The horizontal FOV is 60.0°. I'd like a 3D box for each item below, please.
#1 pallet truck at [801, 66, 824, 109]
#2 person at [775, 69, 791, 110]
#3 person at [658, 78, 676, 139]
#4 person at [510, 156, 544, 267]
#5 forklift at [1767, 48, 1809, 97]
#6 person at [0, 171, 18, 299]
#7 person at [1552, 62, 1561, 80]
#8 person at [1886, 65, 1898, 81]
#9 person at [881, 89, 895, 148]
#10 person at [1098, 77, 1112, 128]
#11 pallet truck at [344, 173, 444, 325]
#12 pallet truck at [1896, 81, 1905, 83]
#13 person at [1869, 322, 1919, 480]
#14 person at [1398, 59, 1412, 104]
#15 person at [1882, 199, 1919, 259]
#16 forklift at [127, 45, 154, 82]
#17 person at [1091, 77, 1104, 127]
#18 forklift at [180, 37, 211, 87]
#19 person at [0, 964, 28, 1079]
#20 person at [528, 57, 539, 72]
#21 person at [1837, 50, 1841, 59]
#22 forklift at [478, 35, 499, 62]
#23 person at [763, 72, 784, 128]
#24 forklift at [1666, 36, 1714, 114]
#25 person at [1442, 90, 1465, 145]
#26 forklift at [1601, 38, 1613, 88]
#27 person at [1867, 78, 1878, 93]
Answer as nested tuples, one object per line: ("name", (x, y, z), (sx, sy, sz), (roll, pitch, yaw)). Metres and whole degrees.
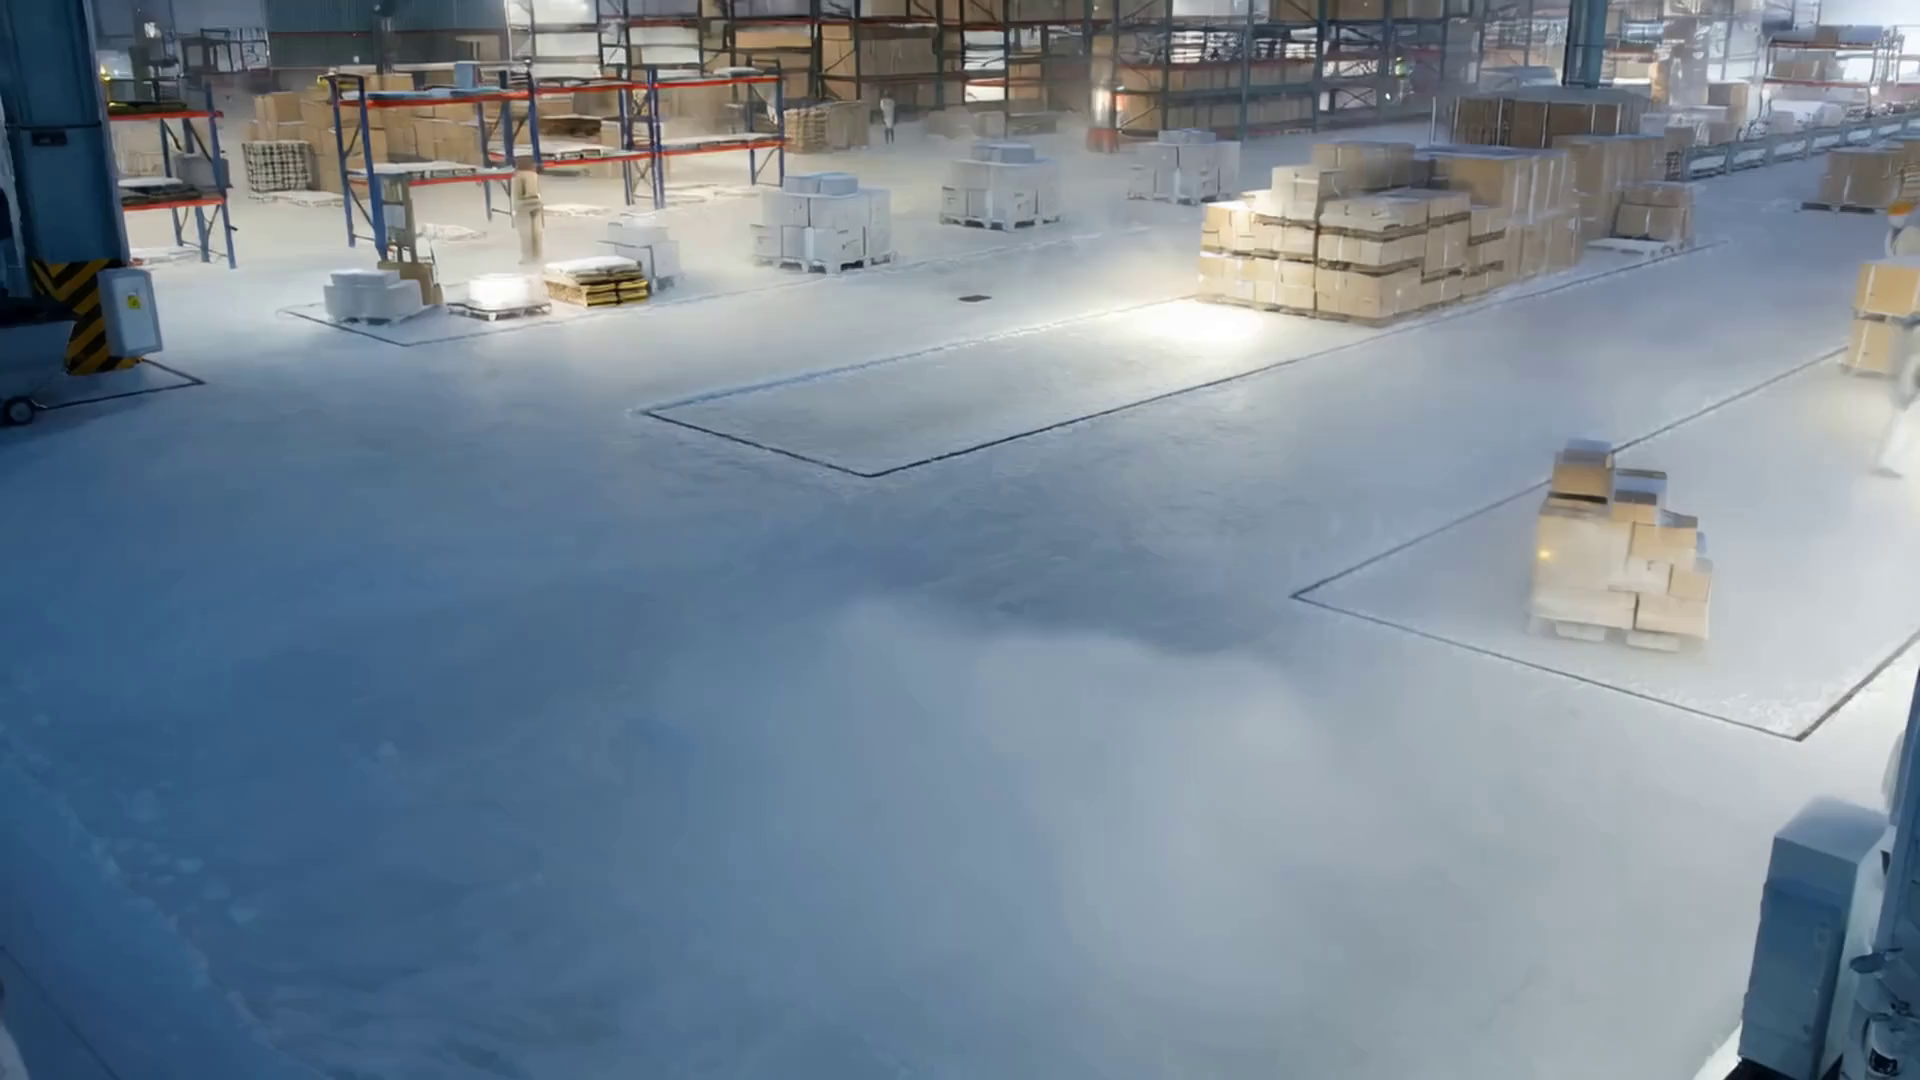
("pallet truck", (-4.812, -15.182, 56.903), (0.823, 1.965, 1.885), (-9, 21, -26))
("person", (-6.129, -15.209, 57.074), (0.640, 1.938, 0.462), (7, 20, 20))
("person", (-9.112, -13.292, 51.374), (0.623, 1.894, 0.707), (-6, 19, -17))
("person", (-7.344, -5.563, 28.187), (0.431, 1.834, 0.633), (12, 22, 31))
("forklift", (35.652, -20.212, 70.679), (1.873, 2.768, 1.129), (17, 25, 41))
("person", (-14.320, -4.552, 24.879), (0.623, 1.992, 0.397), (5, 19, 14))
("person", (22.899, -17.272, 63.454), (0.712, 1.834, 0.996), (0, 18, -1))
("person", (33.208, -16.014, 59.518), (0.599, 1.930, 0.448), (-7, 20, -21))
("person", (-2.132, -12.434, 49.093), (0.319, 1.697, 0.532), (16, 24, 40))
("person", (4.540, -13.269, 51.259), (0.551, 1.920, 0.571), (12, 22, 32))
("pallet truck", (-8.209, -4.181, 23.757), (0.823, 1.965, 1.885), (3, 19, 9))
("pallet truck", (34.802, -16.331, 61.455), (0.653, 1.274, 1.630), (17, 25, 41))
("person", (9.165, -1.421, 15.683), (0.859, 1.838, 0.554), (10, 21, 28))
("person", (18.082, -18.597, 67.525), (0.573, 1.781, 1.001), (13, 22, 34))
("person", (12.230, -3.397, 21.445), (1.012, 1.985, 0.645), (-1, 18, -2))
("forklift", (-25.544, -14.056, 52.129), (1.873, 2.768, 1.129), (-2, 18, -5))
("person", (4.425, -13.712, 52.685), (0.940, 1.873, 0.651), (-16, 24, -40))
("forklift", (-27.997, -17.065, 61.195), (1.873, 2.768, 1.129), (17, 25, 41))
("person", (-3.775, 1.819, 6.175), (0.543, 1.687, 0.471), (12, 22, 31))
("person", (-16.769, -17.873, 65.039), (0.661, 1.979, 0.590), (-10, 21, -27))
("person", (42.591, -22.991, 80.849), (0.489, 1.734, 0.508), (-5, 19, -14))
("forklift", (-17.765, -17.698, 63.104), (1.129, 2.768, 1.873), (17, 25, 41))
("person", (-6.251, -14.829, 56.017), (1.032, 1.876, 0.629), (7, 20, 21))
("forklift", (27.341, -17.291, 61.877), (1.129, 2.768, 1.873), (17, 25, 41))
("person", (14.745, -12.482, 49.300), (0.874, 1.658, 0.528), (1, 18, 4))
("forklift", (22.953, -16.839, 60.516), (1.873, 2.768, 1.129), (-16, 24, -40))
("person", (32.667, -15.851, 59.452), (0.640, 1.656, 0.547), (-3, 19, -8))
